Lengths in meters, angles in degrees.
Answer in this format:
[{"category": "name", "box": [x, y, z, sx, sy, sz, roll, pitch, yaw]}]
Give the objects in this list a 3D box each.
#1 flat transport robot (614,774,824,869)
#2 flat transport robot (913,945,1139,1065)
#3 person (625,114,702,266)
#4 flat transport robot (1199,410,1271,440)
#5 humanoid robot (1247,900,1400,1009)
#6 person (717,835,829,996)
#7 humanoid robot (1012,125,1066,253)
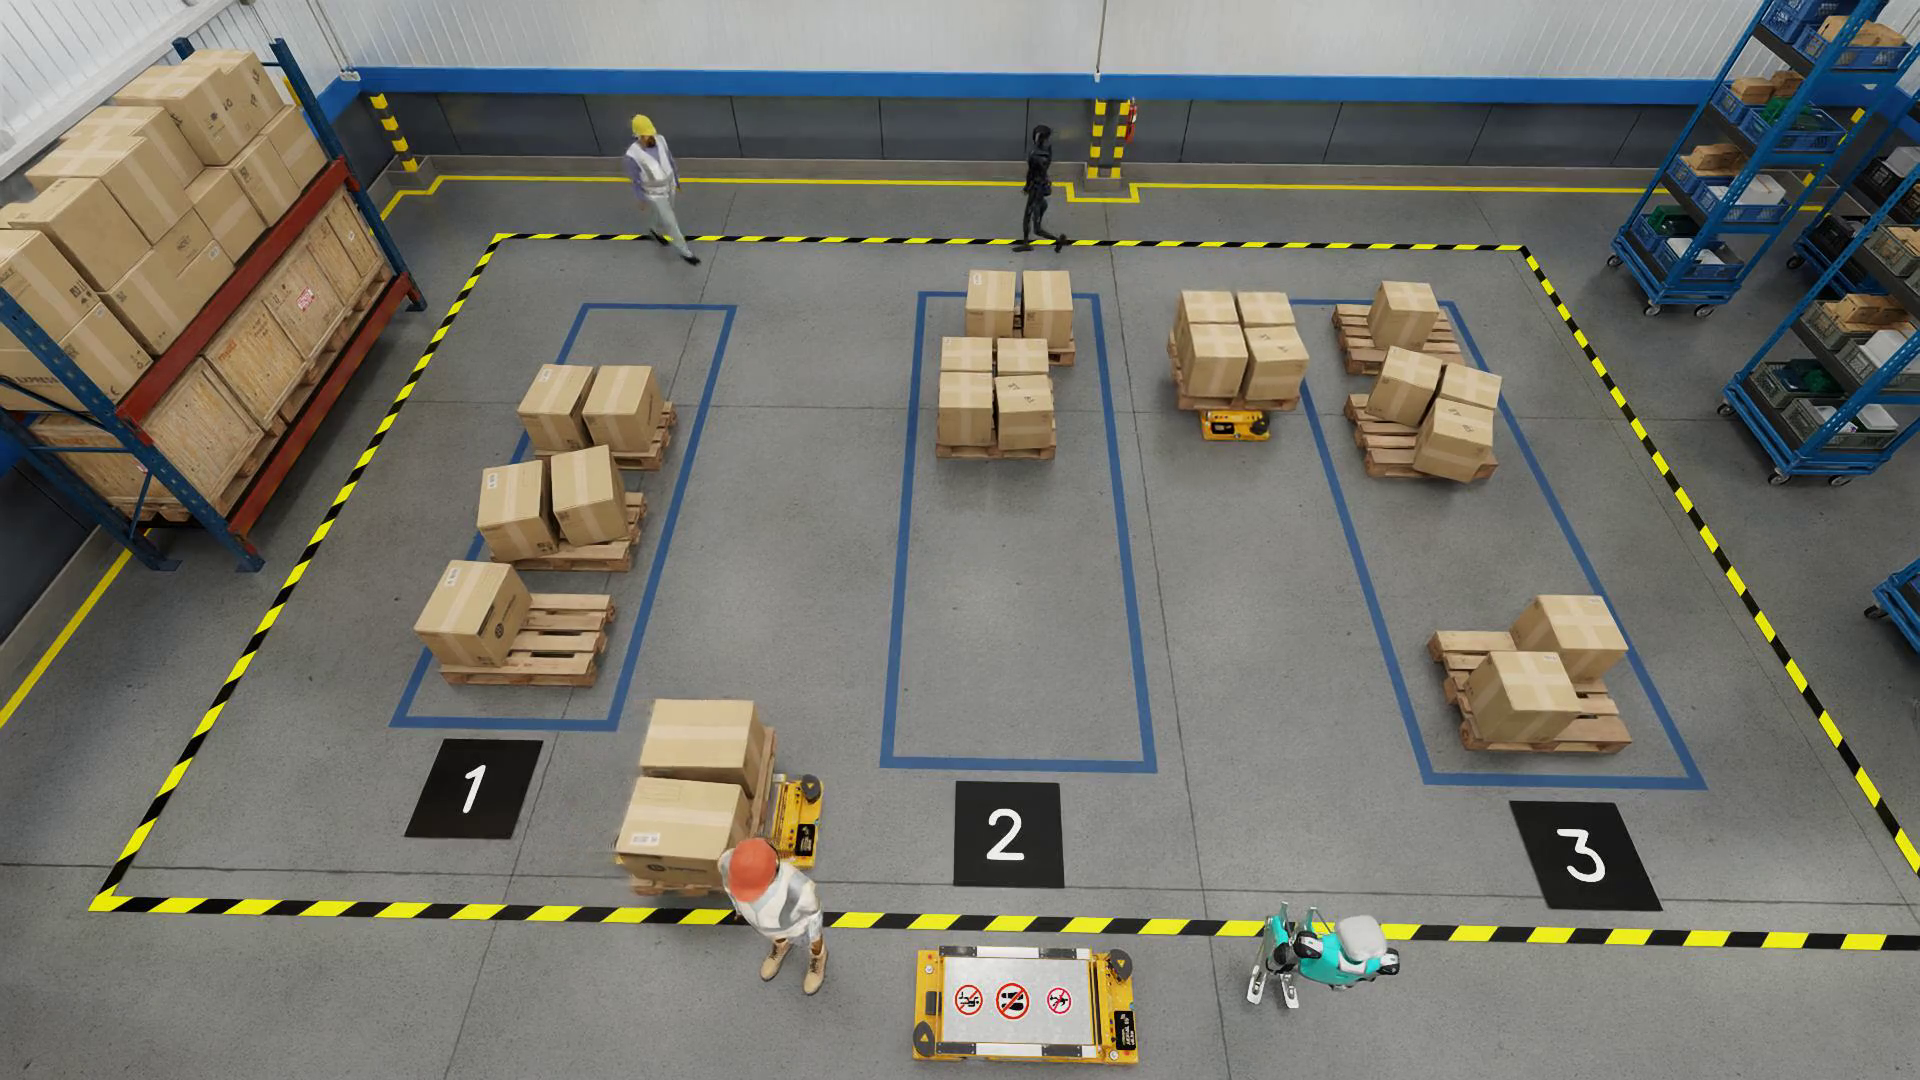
[{"category": "flat transport robot", "box": [-1.765, 2.066, 6.783, 1.431, 0.197, 0.652, 1, 51, 1]}, {"category": "flat transport robot", "box": [0.422, 3.041, 6.007, 1.431, 0.231, 0.659, 1, 51, 1]}, {"category": "person", "box": [-3.619, -4.214, 10.937, 0.884, 1.795, 0.599, 25, 55, 19]}, {"category": "flat transport robot", "box": [2.854, -1.637, 9.802, 0.652, 0.197, 1.431, 1, 51, 1]}, {"category": "humanoid robot", "box": [2.113, 2.389, 5.505, 0.533, 1.675, 0.735, 9, 51, 7]}, {"category": "person", "box": [-1.098, 2.262, 5.496, 0.606, 2.048, 0.365, 15, 52, 12]}, {"category": "humanoid robot", "box": [0.990, -4.189, 10.998, 0.610, 1.634, 0.602, -7, 51, -6]}]
